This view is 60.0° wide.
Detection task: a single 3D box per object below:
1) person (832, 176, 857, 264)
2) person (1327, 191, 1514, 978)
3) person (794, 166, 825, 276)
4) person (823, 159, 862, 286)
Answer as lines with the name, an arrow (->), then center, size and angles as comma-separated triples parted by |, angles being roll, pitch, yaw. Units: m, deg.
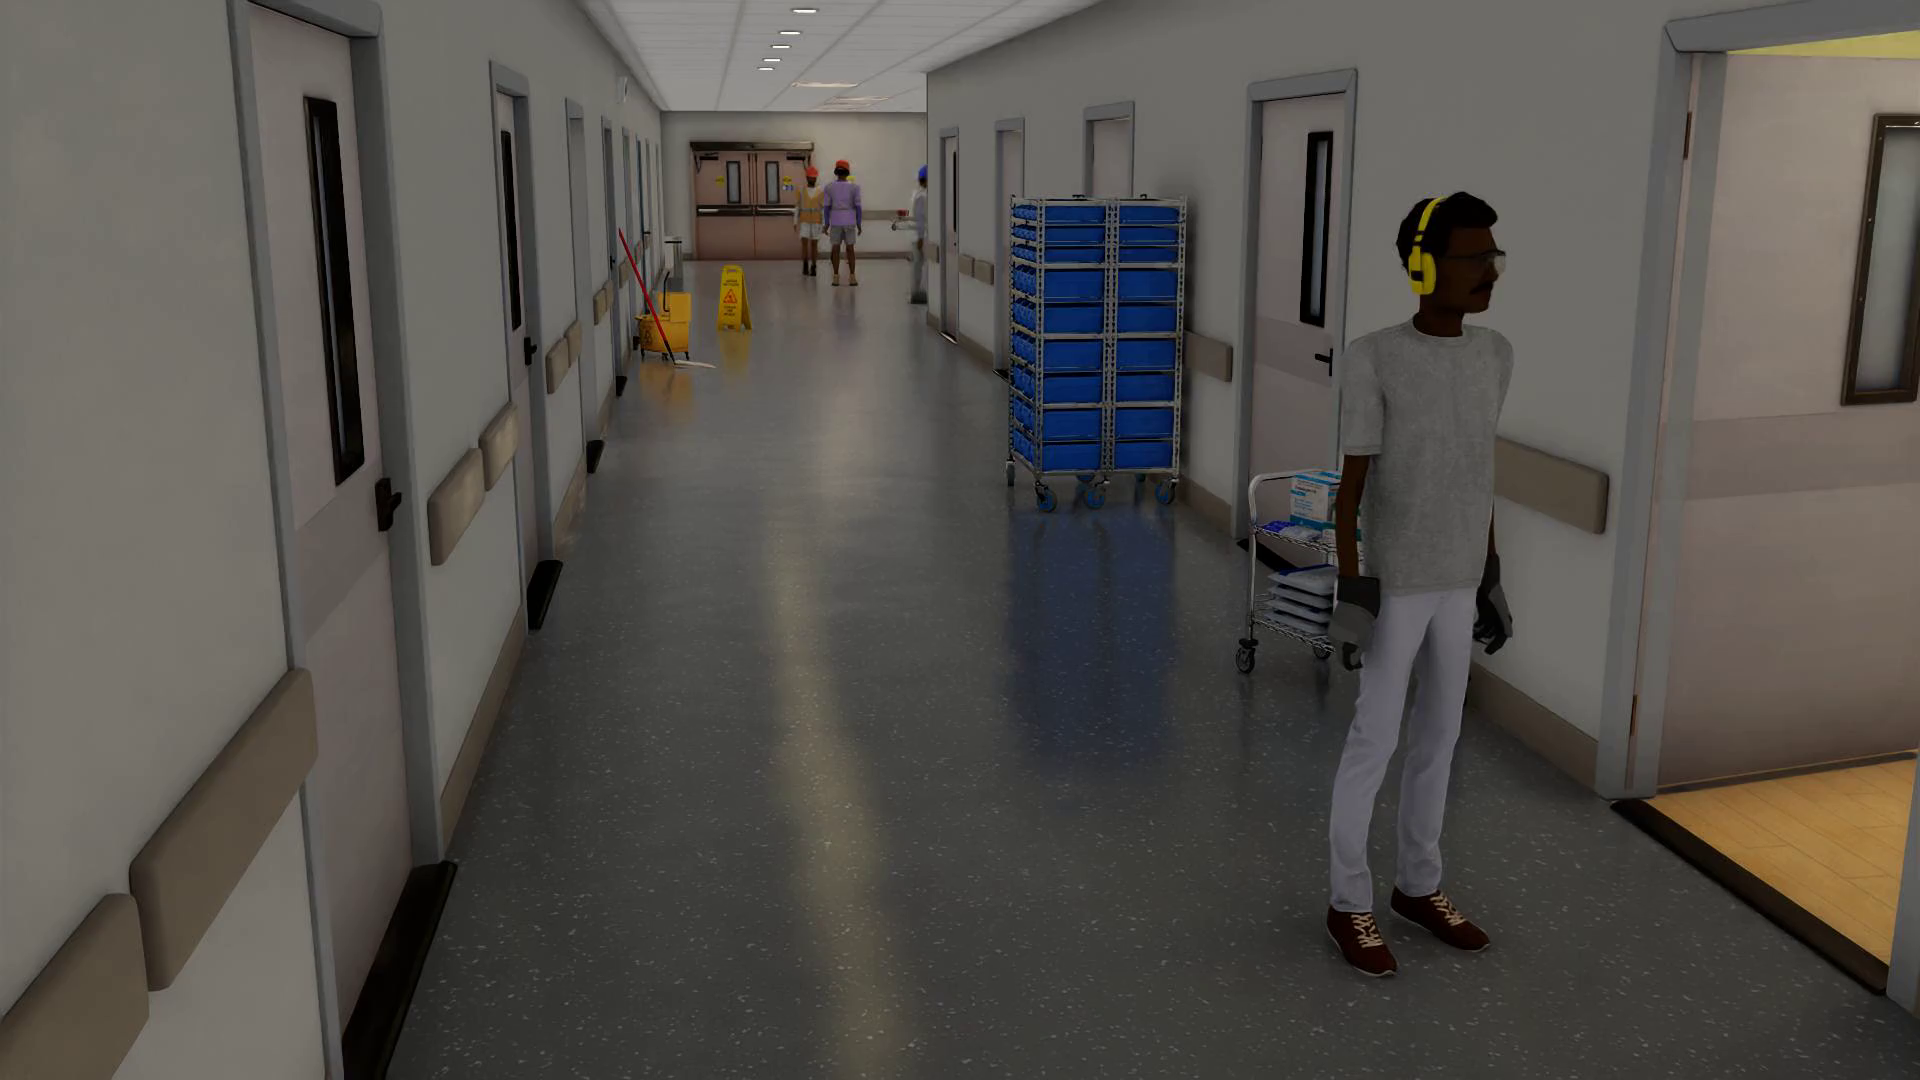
person -> -2.279, -6.328, 32.921 | 0.531, 1.737, 0.652 | 5, 14, 20
person -> 1.125, 0.116, 4.013 | 0.533, 1.872, 0.315 | -6, 14, -26
person -> -2.634, -5.613, 29.340 | 0.589, 1.918, 0.502 | -2, 13, -11
person -> -1.904, -5.150, 27.016 | 0.615, 2.043, 0.373 | -1, 13, -3
